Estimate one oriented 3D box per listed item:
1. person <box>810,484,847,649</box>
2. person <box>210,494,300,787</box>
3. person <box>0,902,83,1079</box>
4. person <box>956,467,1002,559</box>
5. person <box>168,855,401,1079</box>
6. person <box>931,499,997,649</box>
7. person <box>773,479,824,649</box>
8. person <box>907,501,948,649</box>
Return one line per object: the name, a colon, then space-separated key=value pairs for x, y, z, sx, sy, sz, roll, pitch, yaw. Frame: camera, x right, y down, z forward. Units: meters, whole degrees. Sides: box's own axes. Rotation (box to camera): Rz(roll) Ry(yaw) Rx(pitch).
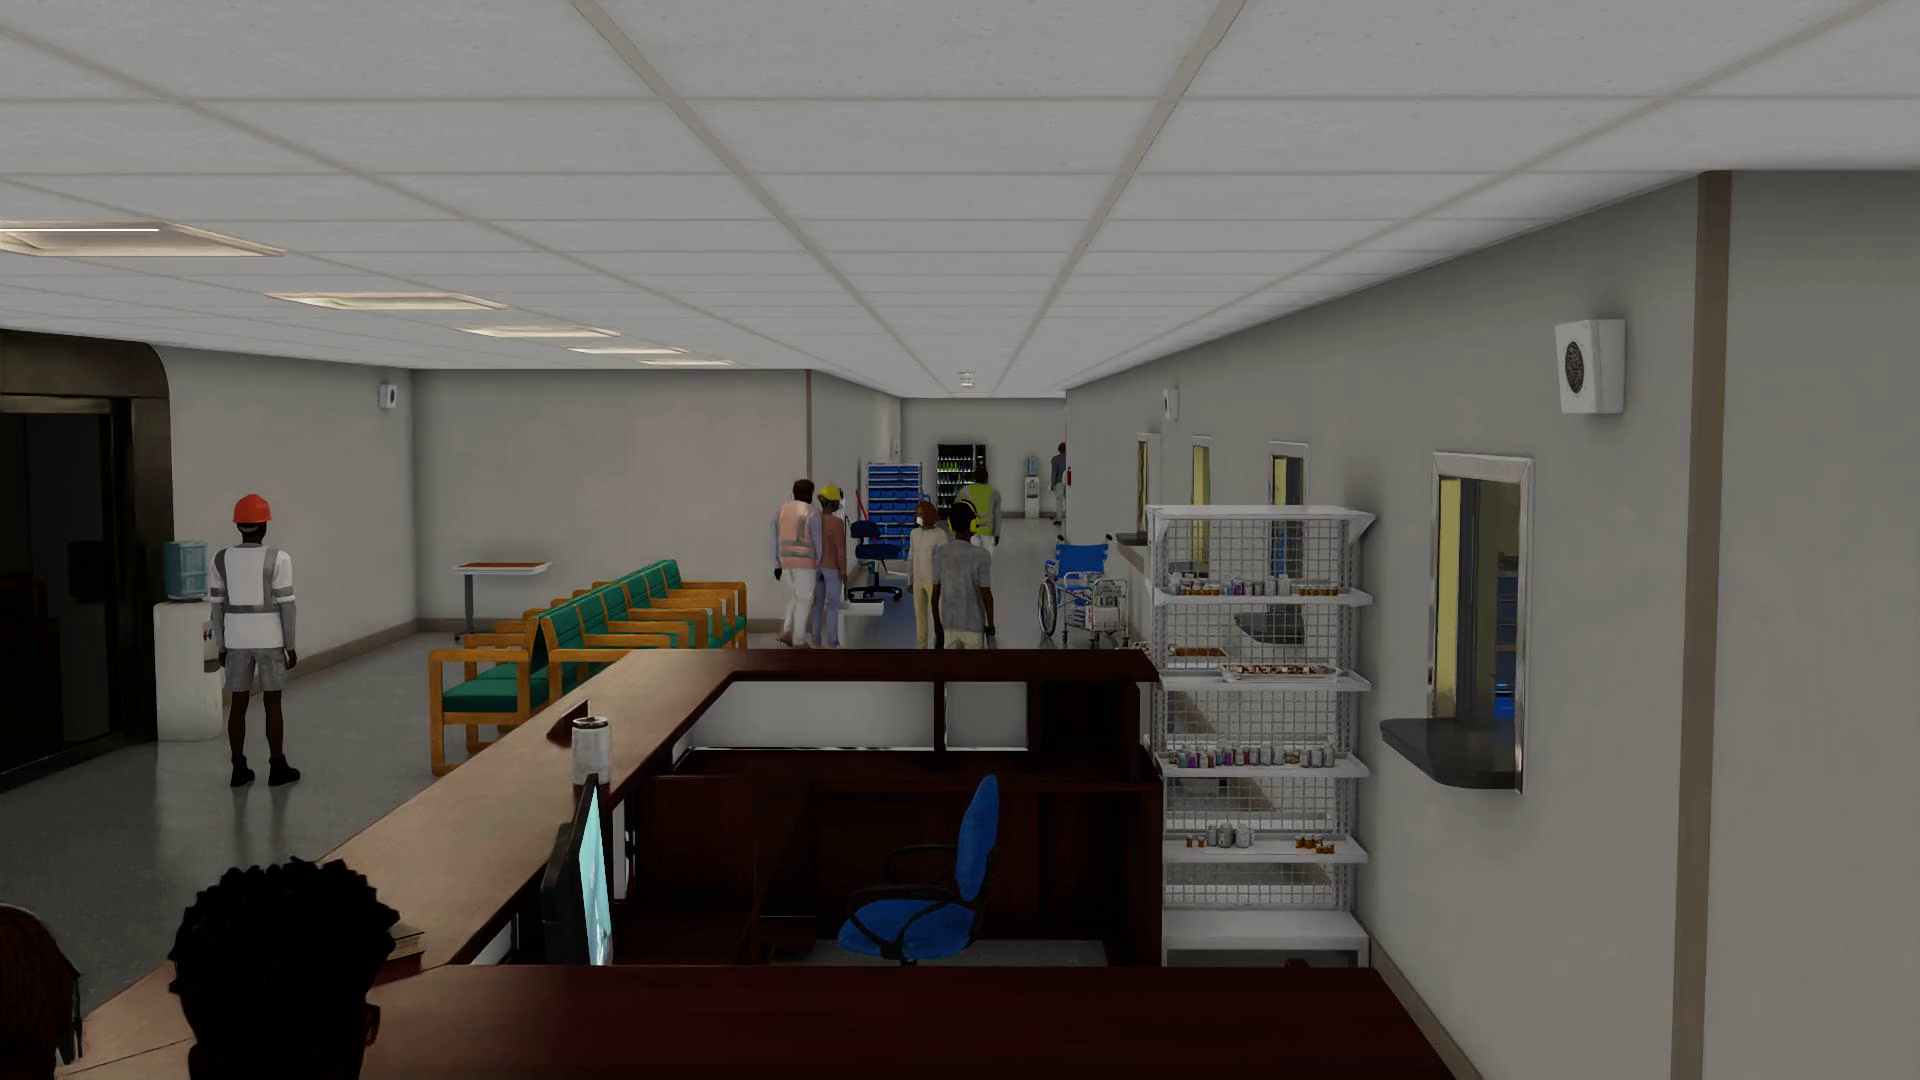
person: x=-1.357 y=0.305 z=17.309 sx=0.532 sy=1.767 sz=0.325 roll=4 pitch=6 yaw=44
person: x=-4.666 y=0.665 z=11.030 sx=0.546 sy=1.942 sz=0.352 roll=0 pitch=4 yaw=-1
person: x=-1.175 y=1.361 z=2.075 sx=0.633 sy=1.836 sz=0.429 roll=-2 pitch=5 yaw=-29
person: x=0.258 y=-0.108 z=22.973 sx=0.626 sy=1.800 sz=0.950 roll=0 pitch=4 yaw=-4
person: x=-0.706 y=1.313 z=1.778 sx=0.614 sy=1.961 sz=0.361 roll=-1 pitch=4 yaw=-13
person: x=0.035 y=0.649 z=11.730 sx=0.514 sy=1.876 sz=0.328 roll=2 pitch=5 yaw=29
person: x=-1.658 y=0.271 z=17.378 sx=0.630 sy=1.823 sz=0.443 roll=4 pitch=5 yaw=42
person: x=-0.330 y=0.427 z=16.518 sx=0.509 sy=1.631 sz=0.269 roll=4 pitch=6 yaw=42
